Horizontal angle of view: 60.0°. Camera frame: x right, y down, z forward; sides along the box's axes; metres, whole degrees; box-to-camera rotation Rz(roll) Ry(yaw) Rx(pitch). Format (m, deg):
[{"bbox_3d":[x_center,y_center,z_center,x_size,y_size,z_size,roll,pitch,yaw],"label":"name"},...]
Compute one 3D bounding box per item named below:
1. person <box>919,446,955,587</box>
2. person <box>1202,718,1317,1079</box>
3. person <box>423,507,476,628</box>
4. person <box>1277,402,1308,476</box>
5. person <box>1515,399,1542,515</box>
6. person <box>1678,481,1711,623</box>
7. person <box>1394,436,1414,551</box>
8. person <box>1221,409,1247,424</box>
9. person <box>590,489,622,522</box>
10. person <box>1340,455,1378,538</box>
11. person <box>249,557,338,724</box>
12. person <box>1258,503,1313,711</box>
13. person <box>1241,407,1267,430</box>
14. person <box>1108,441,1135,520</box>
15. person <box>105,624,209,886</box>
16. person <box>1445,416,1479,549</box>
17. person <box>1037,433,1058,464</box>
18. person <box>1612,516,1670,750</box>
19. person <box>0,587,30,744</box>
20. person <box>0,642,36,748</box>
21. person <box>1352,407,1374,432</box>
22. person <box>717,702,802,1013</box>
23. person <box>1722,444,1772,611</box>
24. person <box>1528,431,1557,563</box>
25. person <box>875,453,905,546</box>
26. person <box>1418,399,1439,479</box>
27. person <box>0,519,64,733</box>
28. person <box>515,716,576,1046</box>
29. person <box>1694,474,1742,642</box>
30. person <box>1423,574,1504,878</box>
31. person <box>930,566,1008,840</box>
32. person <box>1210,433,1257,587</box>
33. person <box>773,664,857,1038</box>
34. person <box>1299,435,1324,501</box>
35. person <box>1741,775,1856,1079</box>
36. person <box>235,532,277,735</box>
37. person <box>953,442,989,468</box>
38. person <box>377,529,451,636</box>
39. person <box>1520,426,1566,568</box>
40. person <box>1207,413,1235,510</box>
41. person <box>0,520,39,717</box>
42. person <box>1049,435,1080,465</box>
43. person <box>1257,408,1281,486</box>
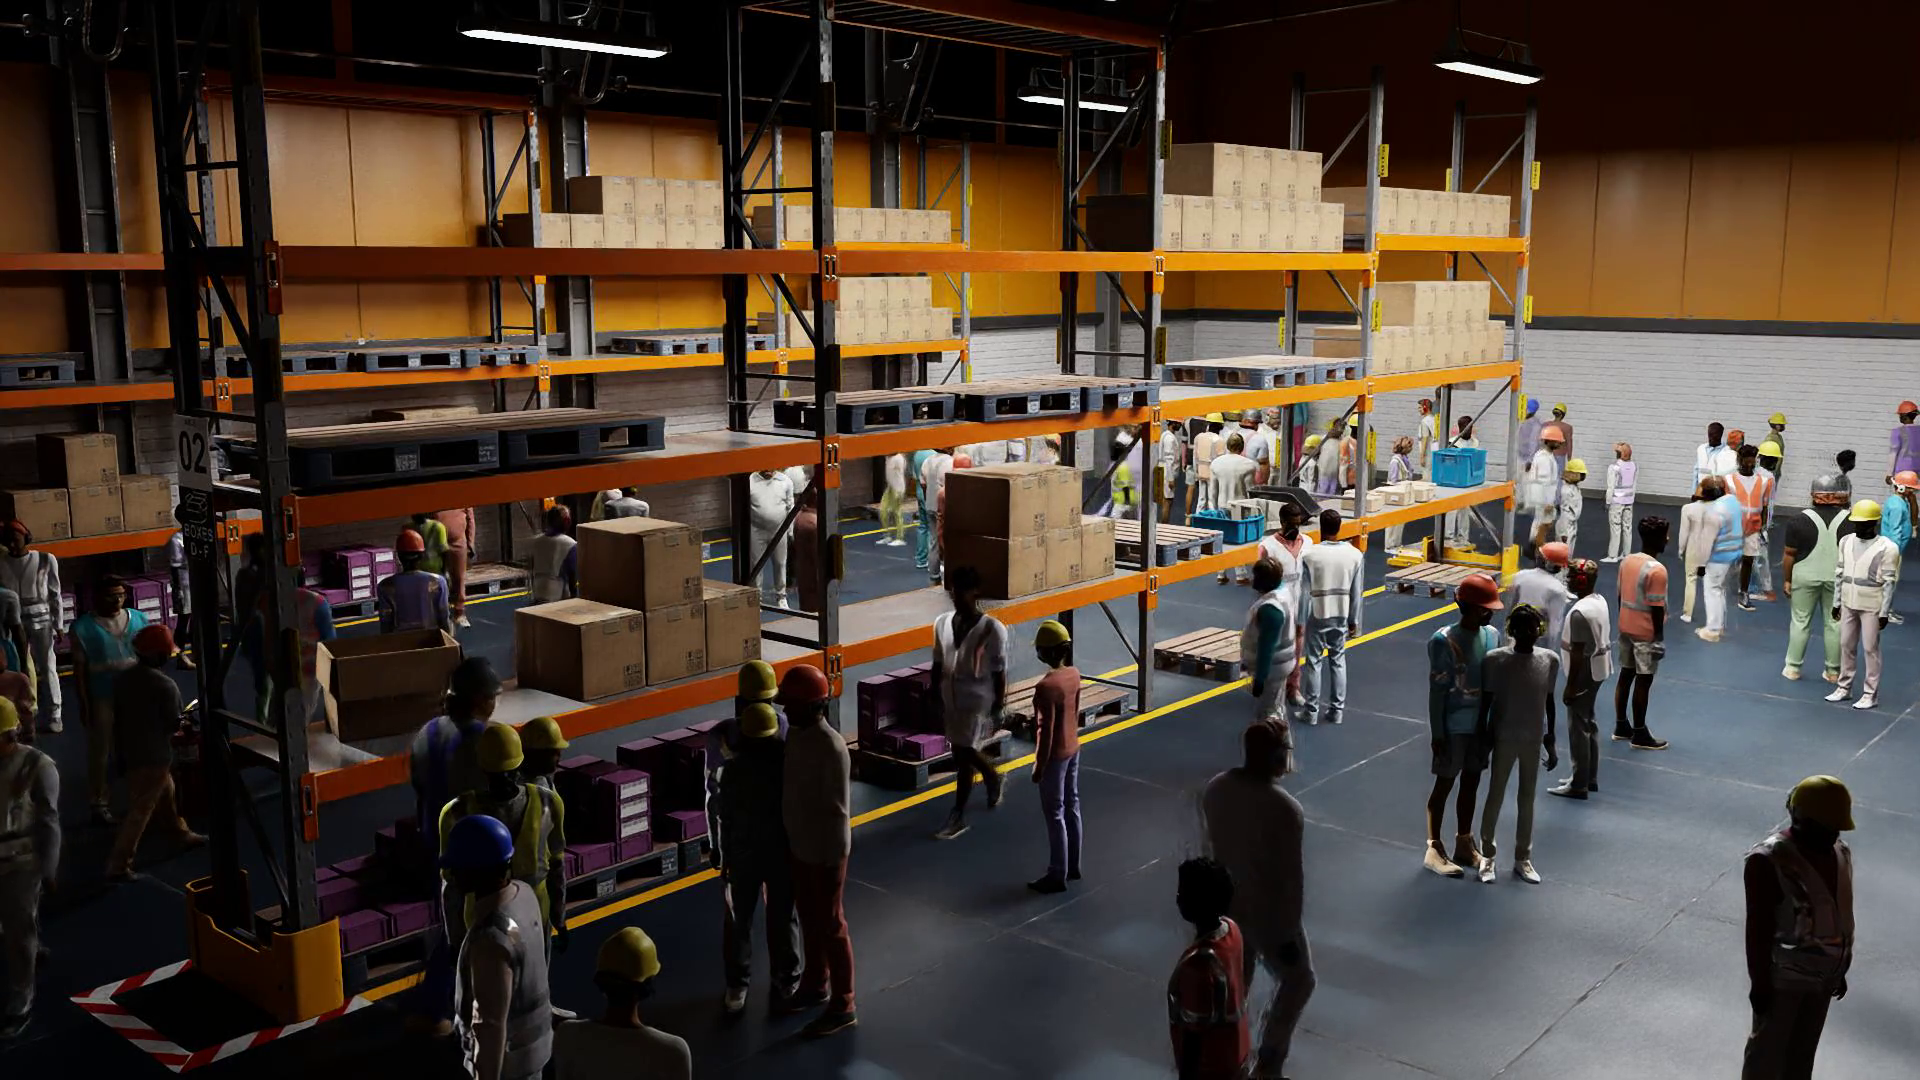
[{"bbox_3d":[-0.138,-0.367,20.479,0.535,2.000,0.674,-8,13,-41],"label":"person"},{"bbox_3d":[1.469,1.788,8.081,0.496,1.889,0.658,-7,12,-35],"label":"person"},{"bbox_3d":[-5.681,0.048,18.402,0.642,1.909,0.399,-4,10,-25],"label":"person"},{"bbox_3d":[6.311,-2.205,31.582,0.611,1.996,0.379,4,10,23],"label":"person"},{"bbox_3d":[9.073,-1.322,26.626,0.424,1.888,0.678,-1,10,-7],"label":"person"},{"bbox_3d":[8.360,0.127,18.738,0.507,1.632,0.275,3,10,18],"label":"person"},{"bbox_3d":[6.188,-0.644,23.352,0.321,1.631,0.527,0,10,0],"label":"person"},{"bbox_3d":[4.762,-1.728,28.603,0.680,2.000,0.535,4,10,25],"label":"person"},{"bbox_3d":[-4.016,-0.032,19.083,0.430,1.841,0.624,-2,10,-12],"label":"person"},{"bbox_3d":[5.741,-0.754,24.102,0.556,1.601,0.827,7,12,36],"label":"person"},{"bbox_3d":[-5.164,1.002,13.048,0.633,1.786,0.965,1,10,7],"label":"person"},{"bbox_3d":[2.953,0.600,15.118,0.598,1.906,0.414,-5,11,-29],"label":"person"},{"bbox_3d":[4.582,-1.217,25.944,0.591,1.912,0.399,-6,11,-34],"label":"person"},{"bbox_3d":[2.123,-0.491,22.301,0.580,1.670,0.578,0,10,-1],"label":"person"},{"bbox_3d":[-5.344,1.392,11.015,0.554,1.698,0.894,6,11,34],"label":"person"},{"bbox_3d":[7.076,-0.808,23.514,0.581,1.911,0.395,-5,11,-29],"label":"person"},{"bbox_3d":[1.264,-0.654,23.021,0.333,1.763,0.527,-7,12,-34],"label":"person"},{"bbox_3d":[5.728,0.763,13.952,0.374,1.966,0.608,-1,10,-6],"label":"person"},{"bbox_3d":[-7.563,0.984,12.992,0.516,1.843,0.327,-2,10,-10],"label":"person"},{"bbox_3d":[-6.386,1.423,11.006,0.501,1.631,0.287,-7,12,-35],"label":"person"},{"bbox_3d":[6.026,-1.109,25.043,0.390,1.995,0.613,-1,10,-6],"label":"person"},{"bbox_3d":[-1.063,1.713,8.980,0.486,1.736,0.328,0,10,1],"label":"person"},{"bbox_3d":[9.114,-0.147,19.383,0.610,1.964,0.366,1,10,5],"label":"person"},{"bbox_3d":[7.893,-0.597,22.464,0.340,1.838,0.513,5,11,29],"label":"person"},{"bbox_3d":[-1.002,-0.694,23.699,0.533,1.606,0.553,-5,11,-28],"label":"person"},{"bbox_3d":[7.691,-1.400,27.297,0.418,1.828,0.561,7,12,34],"label":"person"},{"bbox_3d":[-8.046,0.747,14.325,0.584,1.879,0.369,-3,10,-20],"label":"person"},{"bbox_3d":[-2.172,1.763,8.679,0.323,1.736,0.483,-1,10,-5],"label":"person"},{"bbox_3d":[8.113,0.202,17.812,0.443,1.824,0.666,9,13,42],"label":"person"},{"bbox_3d":[3.366,1.221,11.024,0.606,2.035,0.406,-5,11,-30],"label":"person"},{"bbox_3d":[0.089,1.117,11.950,0.606,1.936,0.877,7,12,37],"label":"person"},{"bbox_3d":[3.436,-0.379,20.854,0.631,1.940,0.372,7,12,34],"label":"person"},{"bbox_3d":[-0.786,1.620,8.792,0.411,1.986,0.617,-6,11,-30],"label":"person"},{"bbox_3d":[4.737,-0.566,22.591,0.363,1.736,0.488,-1,10,-5],"label":"person"},{"bbox_3d":[3.759,1.925,7.442,0.588,1.823,0.403,-5,11,-26],"label":"person"},{"bbox_3d":[-5.773,0.849,13.798,0.591,1.846,0.438,8,13,41],"label":"person"},{"bbox_3d":[0.125,-0.855,23.778,0.589,1.914,0.417,9,13,42],"label":"person"},{"bbox_3d":[-4.366,0.877,13.361,0.544,1.938,0.356,-3,10,-17],"label":"person"},{"bbox_3d":[7.736,-0.555,21.942,0.415,1.920,0.557,4,10,24],"label":"person"},{"bbox_3d":[4.230,-1.283,27.116,0.574,1.648,0.685,2,10,9],"label":"person"},{"bbox_3d":[-8.449,0.700,14.732,0.567,1.838,0.386,0,10,1],"label":"person"},{"bbox_3d":[1.226,-0.320,20.256,0.470,2.013,0.645,1,10,4],"label":"person"},{"bbox_3d":[4.674,-1.038,24.931,0.653,1.896,0.400,-6,11,-31],"label":"person"}]
